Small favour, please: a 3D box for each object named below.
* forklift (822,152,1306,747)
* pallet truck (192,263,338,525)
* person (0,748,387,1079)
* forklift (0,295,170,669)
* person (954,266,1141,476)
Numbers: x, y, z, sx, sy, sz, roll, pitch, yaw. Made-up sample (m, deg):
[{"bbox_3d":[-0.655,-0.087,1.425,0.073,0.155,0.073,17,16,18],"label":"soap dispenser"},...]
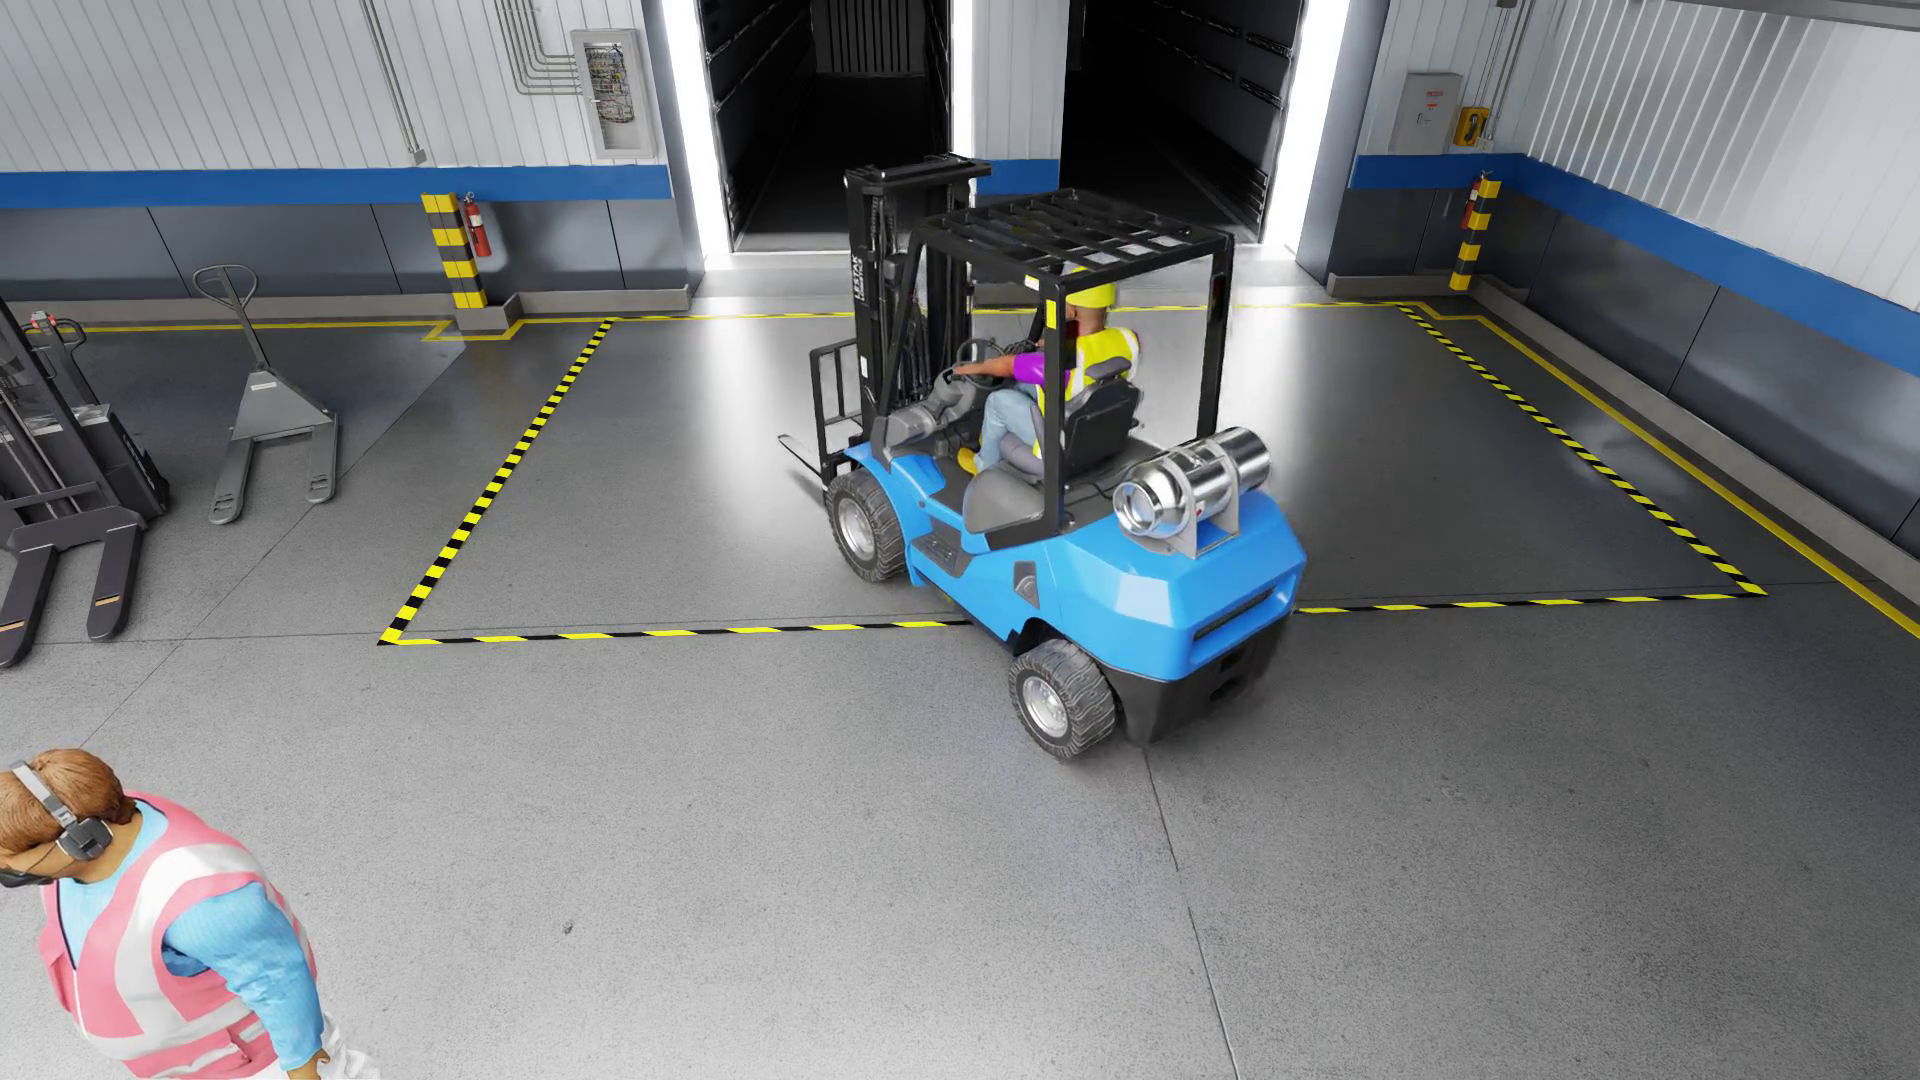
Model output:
[{"bbox_3d":[0.398,-0.598,4.538,1.157,2.036,2.680,-23,41,-30],"label":"forklift"},{"bbox_3d":[-4.778,-1.027,6.128,0.680,1.201,1.601,-17,38,-23],"label":"pallet truck"},{"bbox_3d":[-1.897,1.218,2.374,0.635,1.841,0.429,15,38,21],"label":"person"},{"bbox_3d":[-5.212,-0.618,4.878,0.823,1.965,1.885,-20,39,-26],"label":"forklift"},{"bbox_3d":[0.368,-0.781,4.474,0.635,1.294,1.004,-23,41,-30],"label":"person"}]
